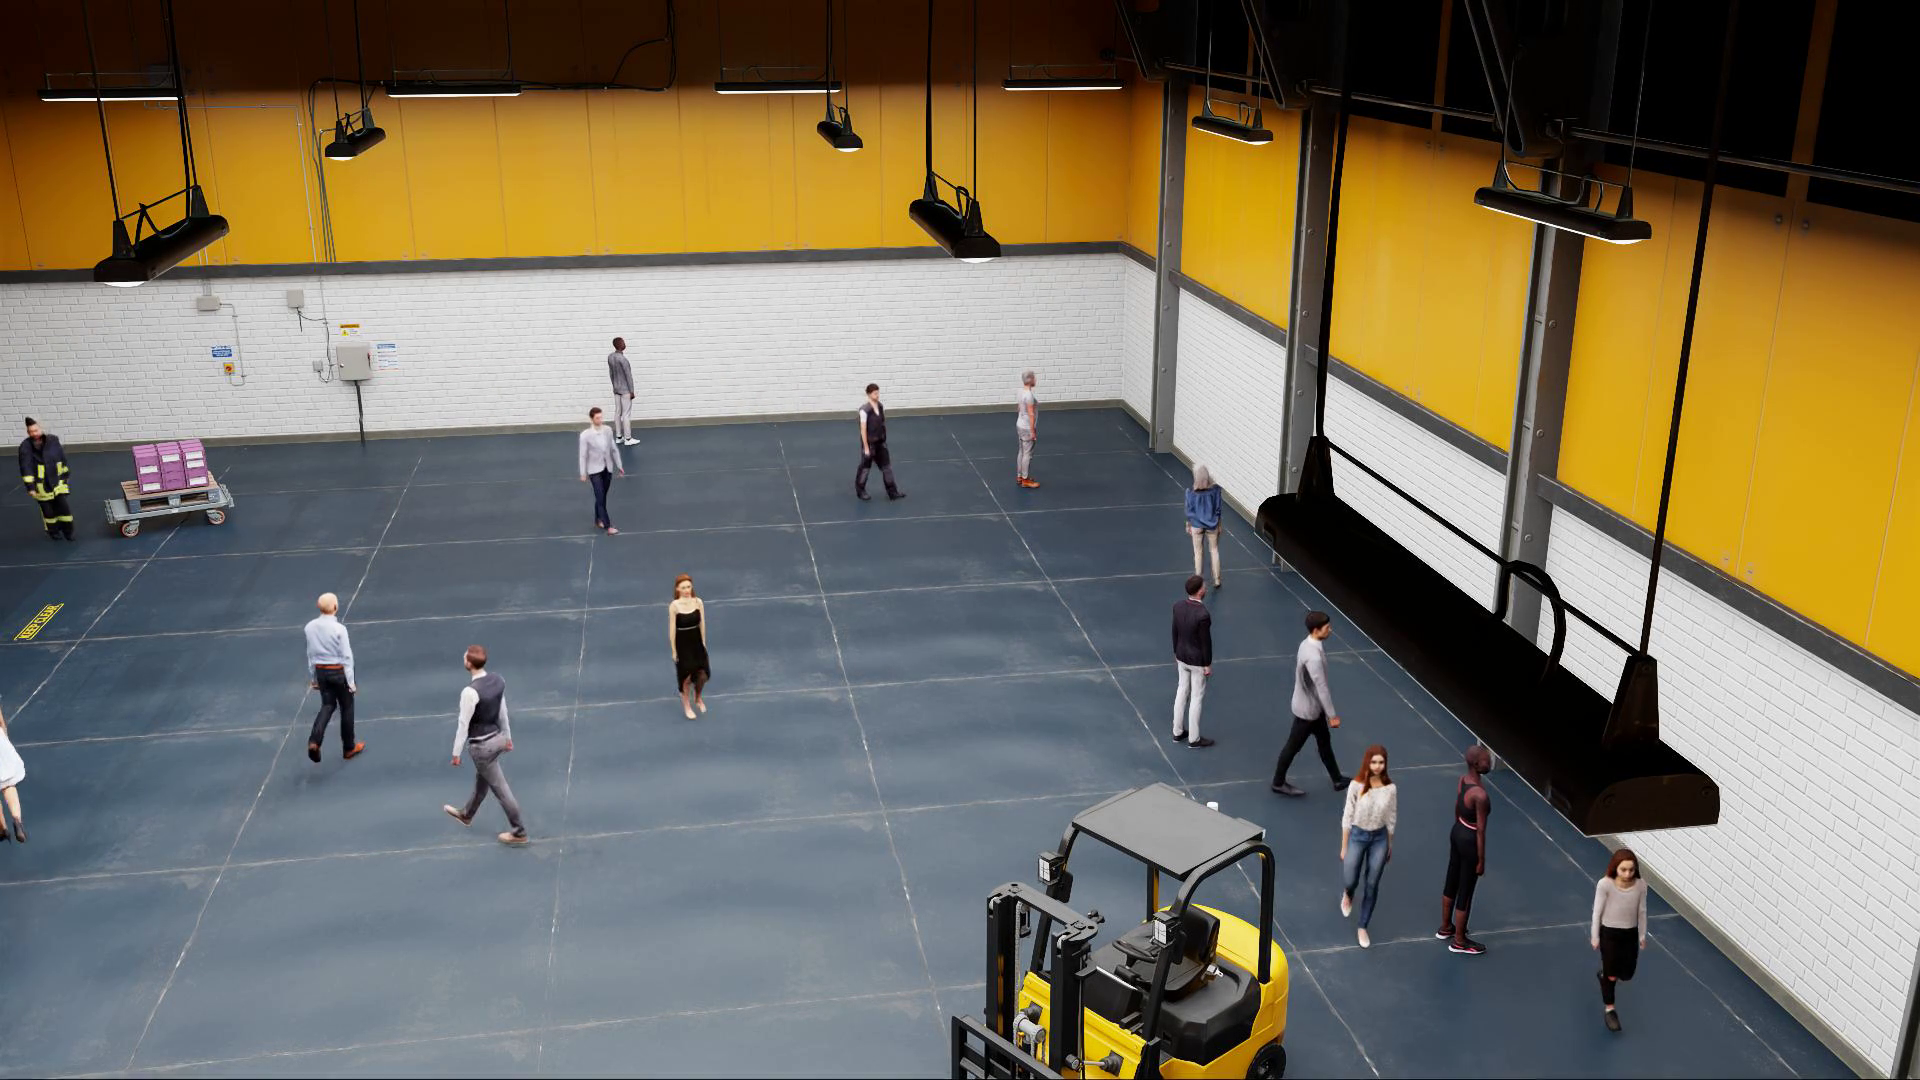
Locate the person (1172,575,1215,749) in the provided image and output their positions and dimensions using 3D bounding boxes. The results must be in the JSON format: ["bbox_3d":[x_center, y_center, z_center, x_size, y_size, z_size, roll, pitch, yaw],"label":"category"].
[{"bbox_3d":[2.375,1.230,17.032,0.798,1.845,0.663,-13,23,-35],"label":"person"}]

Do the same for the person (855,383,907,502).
[{"bbox_3d":[-1.387,-1.461,25.074,1.212,1.813,1.090,16,24,39],"label":"person"}]

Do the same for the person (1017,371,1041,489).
[{"bbox_3d":[1.035,-1.738,25.873,0.777,1.827,0.515,-6,19,-16],"label":"person"}]

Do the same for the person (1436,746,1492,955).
[{"bbox_3d":[4.092,2.477,13.460,0.630,1.762,0.456,-3,19,-9],"label":"person"}]

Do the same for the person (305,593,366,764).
[{"bbox_3d":[-6.291,1.418,16.579,0.881,1.777,1.072,5,19,13],"label":"person"}]

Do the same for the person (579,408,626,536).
[{"bbox_3d":[-5.185,-1.008,23.727,1.187,1.815,1.053,17,25,41],"label":"person"}]

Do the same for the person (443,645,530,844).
[{"bbox_3d":[-4.188,1.883,15.013,1.144,1.896,1.240,7,20,19],"label":"person"}]

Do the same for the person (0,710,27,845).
[{"bbox_3d":[-8.659,1.982,14.884,1.071,1.792,0.962,17,25,41],"label":"person"}]

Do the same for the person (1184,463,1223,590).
[{"bbox_3d":[3.167,-0.162,21.420,0.713,1.684,0.746,4,19,10],"label":"person"}]

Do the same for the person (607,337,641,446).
[{"bbox_3d":[-5.747,-2.541,28.241,0.723,1.839,0.813,16,24,39],"label":"person"}]

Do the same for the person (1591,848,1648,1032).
[{"bbox_3d":[4.932,2.941,12.535,0.634,1.472,0.772,0,19,-1],"label":"person"}]

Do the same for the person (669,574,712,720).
[{"bbox_3d":[-2.932,1.110,17.750,0.630,1.614,0.657,-9,21,-25],"label":"person"}]

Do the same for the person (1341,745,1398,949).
[{"bbox_3d":[3.317,2.443,13.625,0.706,1.721,0.863,2,19,5],"label":"person"}]

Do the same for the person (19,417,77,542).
[{"bbox_3d":[-12.787,-0.875,23.318,1.065,1.823,1.005,15,24,38],"label":"person"}]

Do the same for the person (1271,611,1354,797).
[{"bbox_3d":[3.237,1.598,15.885,1.101,1.880,1.208,5,19,13],"label":"person"}]
